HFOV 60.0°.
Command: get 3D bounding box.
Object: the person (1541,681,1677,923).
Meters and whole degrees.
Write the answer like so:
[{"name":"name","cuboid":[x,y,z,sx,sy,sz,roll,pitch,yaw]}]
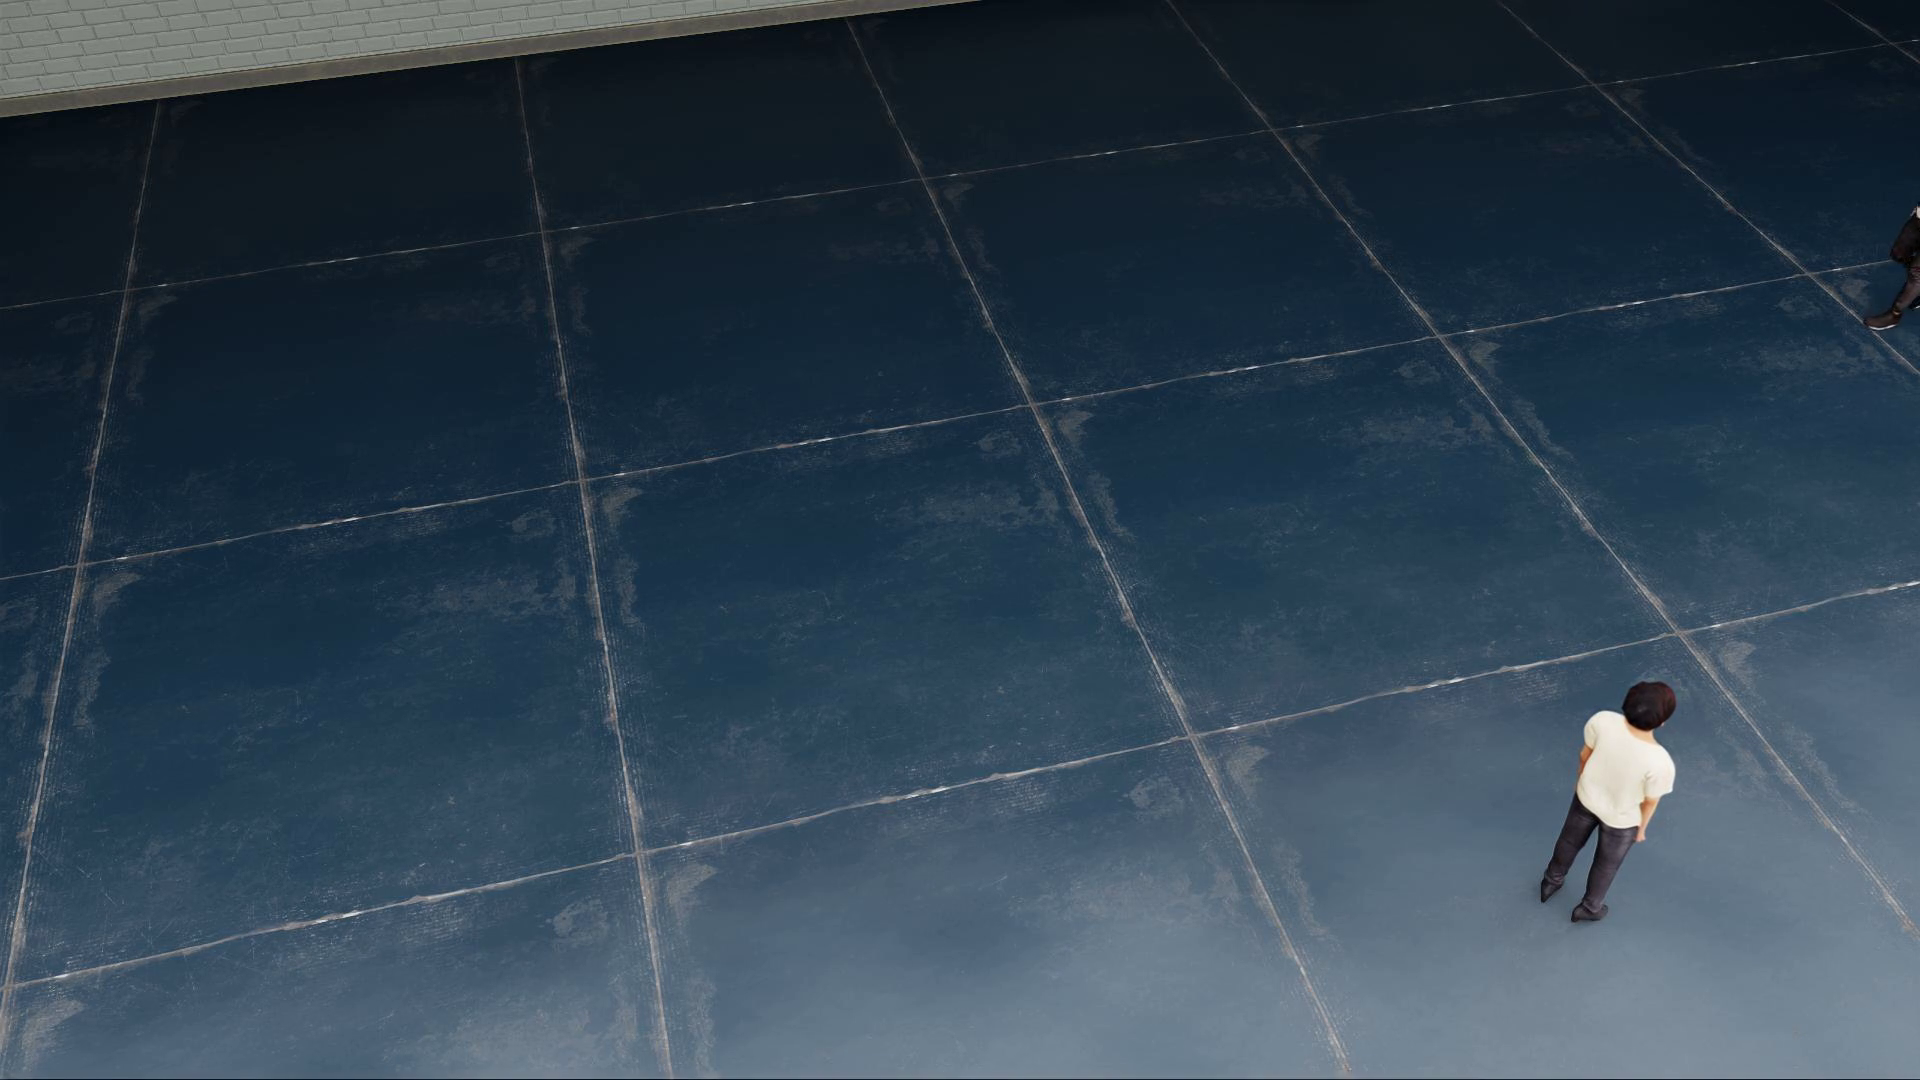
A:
[{"name":"person","cuboid":[3.014,1.223,7.713,0.715,1.587,0.555,-28,50,-27]}]
